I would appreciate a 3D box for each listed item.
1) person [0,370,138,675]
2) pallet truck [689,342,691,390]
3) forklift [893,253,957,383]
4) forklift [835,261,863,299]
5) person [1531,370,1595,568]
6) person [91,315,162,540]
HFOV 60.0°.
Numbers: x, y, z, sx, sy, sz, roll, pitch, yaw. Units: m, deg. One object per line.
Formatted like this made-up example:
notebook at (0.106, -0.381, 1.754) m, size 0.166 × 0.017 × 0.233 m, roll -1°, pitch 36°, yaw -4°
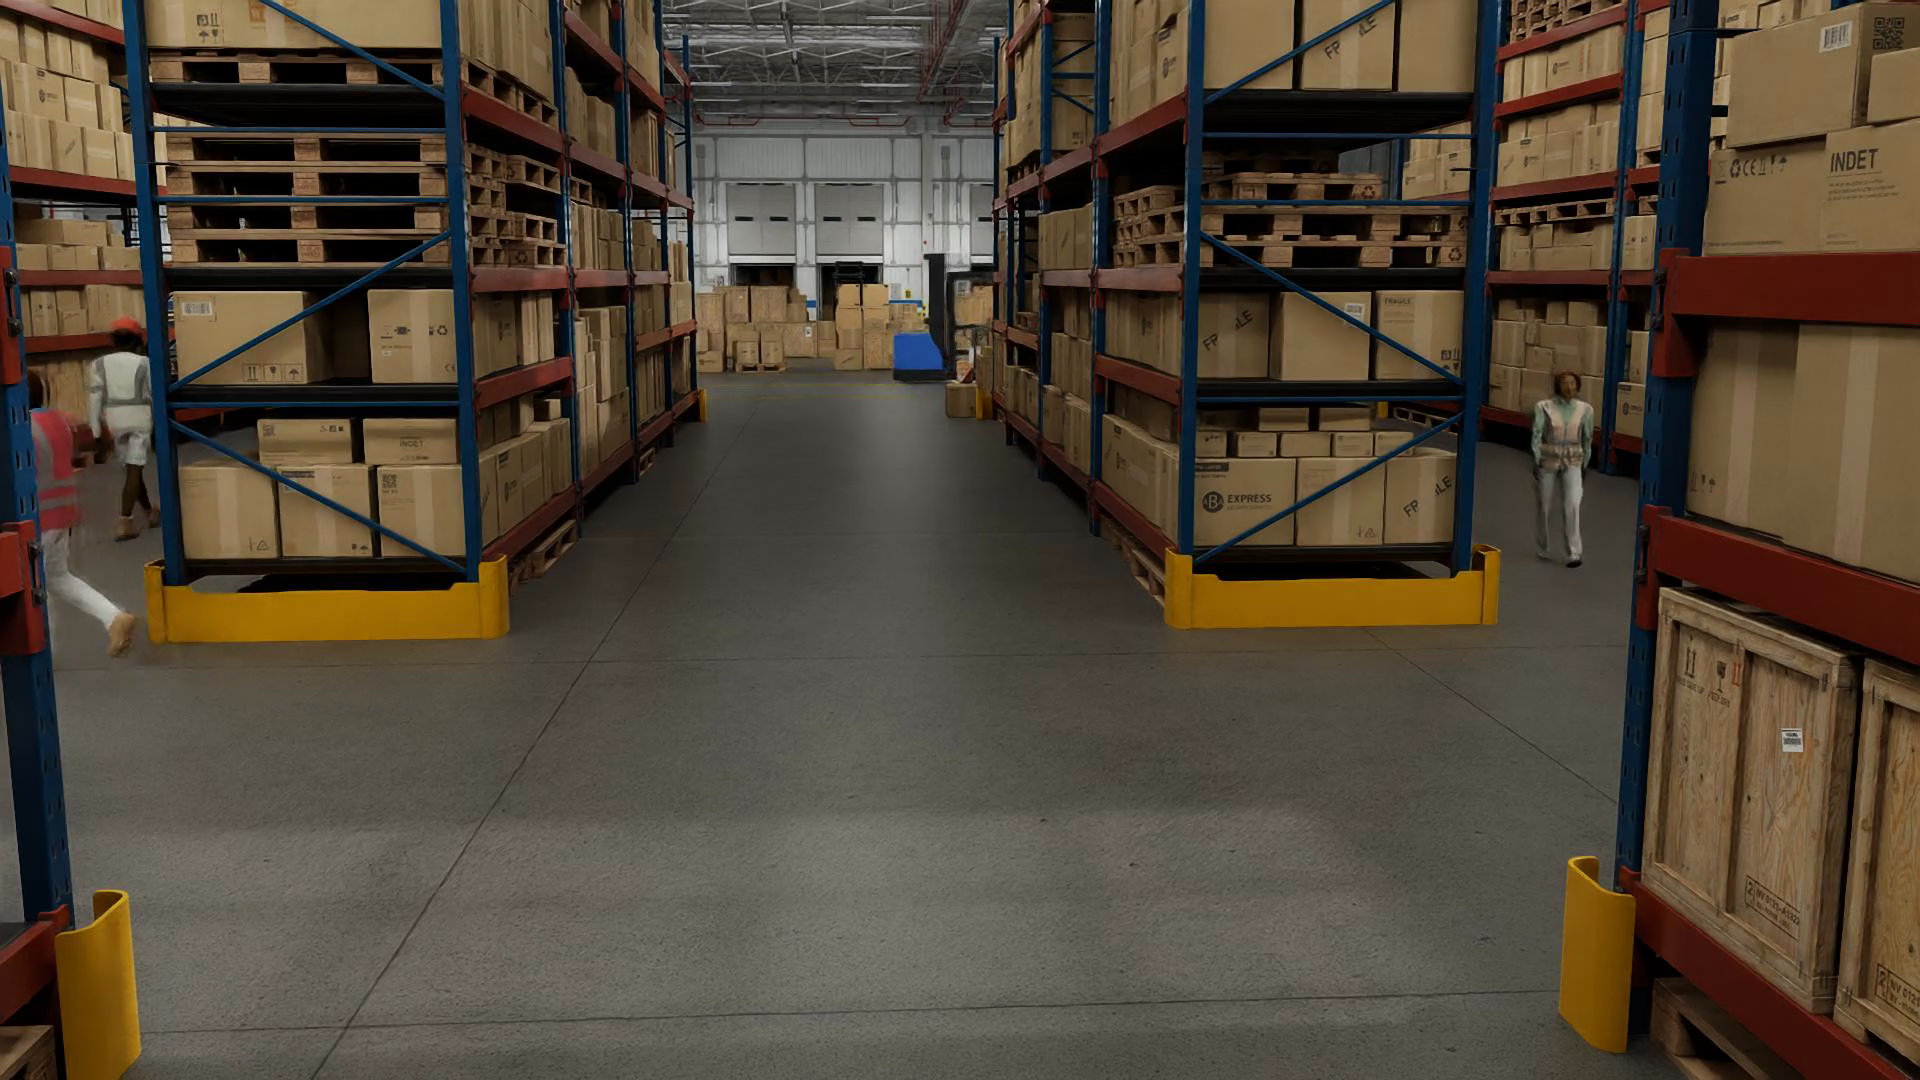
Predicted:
person at (-5.351, -0.105, 9.805) m, size 0.702 × 1.828 × 0.635 m, roll -1°, pitch 9°, yaw -5°
pallet truck at (-5.225, -3.008, 27.480) m, size 1.885 × 1.965 × 0.823 m, roll 2°, pitch 9°, yaw 14°
forklift at (-0.534, -4.864, 36.370) m, size 1.873 × 2.768 × 1.129 m, roll -1°, pitch 9°, yaw -4°
forklift at (-3.739, -8.045, 56.345) m, size 1.129 × 2.768 × 1.873 m, roll 0°, pitch 9°, yaw 0°
person at (4.885, -0.580, 13.513) m, size 0.508 × 1.591 × 0.878 m, roll 1°, pitch 9°, yaw 9°
person at (-7.470, -1.030, 15.075) m, size 0.632 × 1.984 × 1.071 m, roll 0°, pitch 9°, yaw -1°
